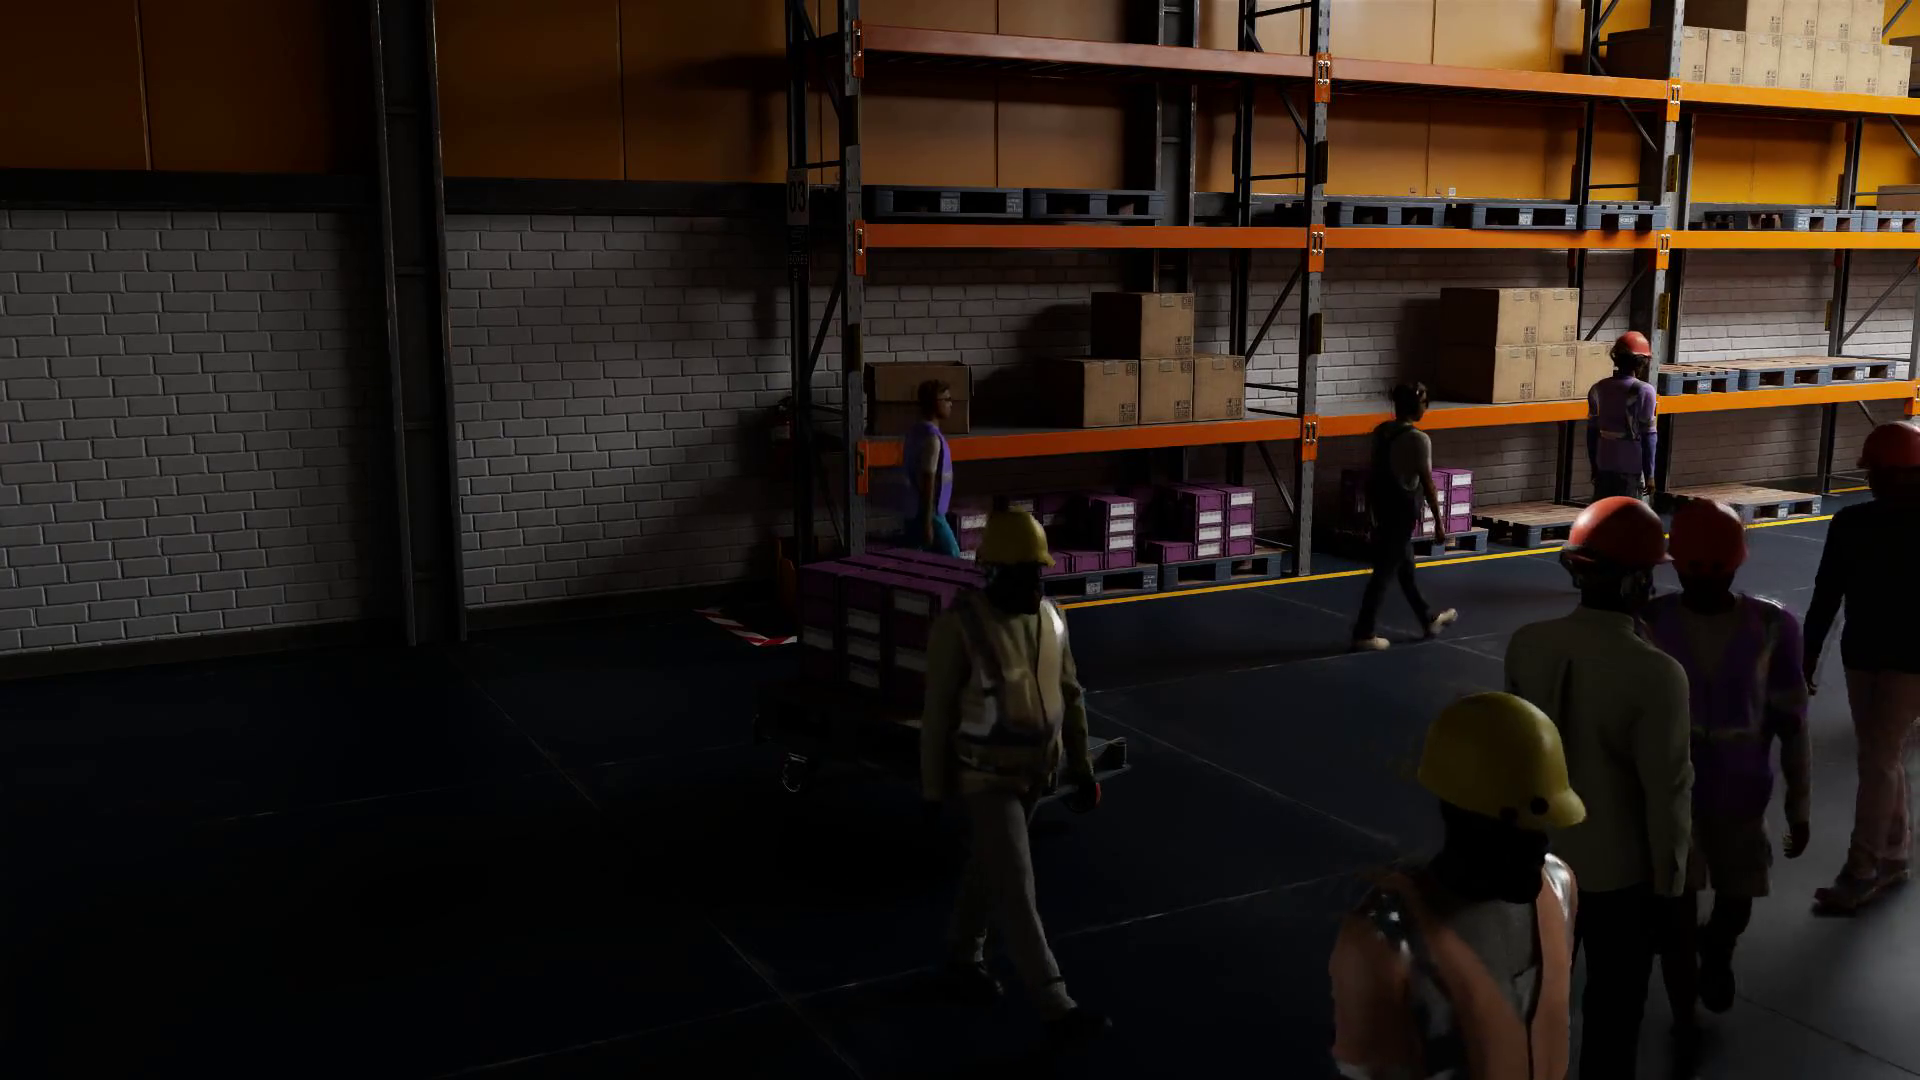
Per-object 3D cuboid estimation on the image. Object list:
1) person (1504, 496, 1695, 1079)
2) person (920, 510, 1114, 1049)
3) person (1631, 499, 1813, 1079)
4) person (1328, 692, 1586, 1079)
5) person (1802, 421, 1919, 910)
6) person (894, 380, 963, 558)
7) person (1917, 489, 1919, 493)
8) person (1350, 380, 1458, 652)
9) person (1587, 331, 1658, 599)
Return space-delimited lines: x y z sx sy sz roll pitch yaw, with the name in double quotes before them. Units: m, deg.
"person" 1.743 0.870 4.567 0.378 1.995 0.608 -5 11 -28
"person" 0.223 0.788 5.630 0.623 1.781 0.912 -9 14 -43
"person" 2.398 0.781 5.359 0.608 1.900 0.774 4 11 22
"person" 0.905 1.191 2.961 0.607 1.908 0.421 -6 12 -33
"person" 3.690 0.502 6.762 0.816 1.960 0.641 -5 11 -25
"person" -0.128 -0.162 11.062 1.011 1.794 0.592 -2 10 -13
"person" 5.459 0.189 9.345 0.319 1.696 0.532 -5 11 -28
"person" 3.005 -0.158 11.042 0.954 1.795 0.541 -4 11 -21
"person" 5.060 -0.565 12.692 0.374 2.044 0.605 -5 11 -28
